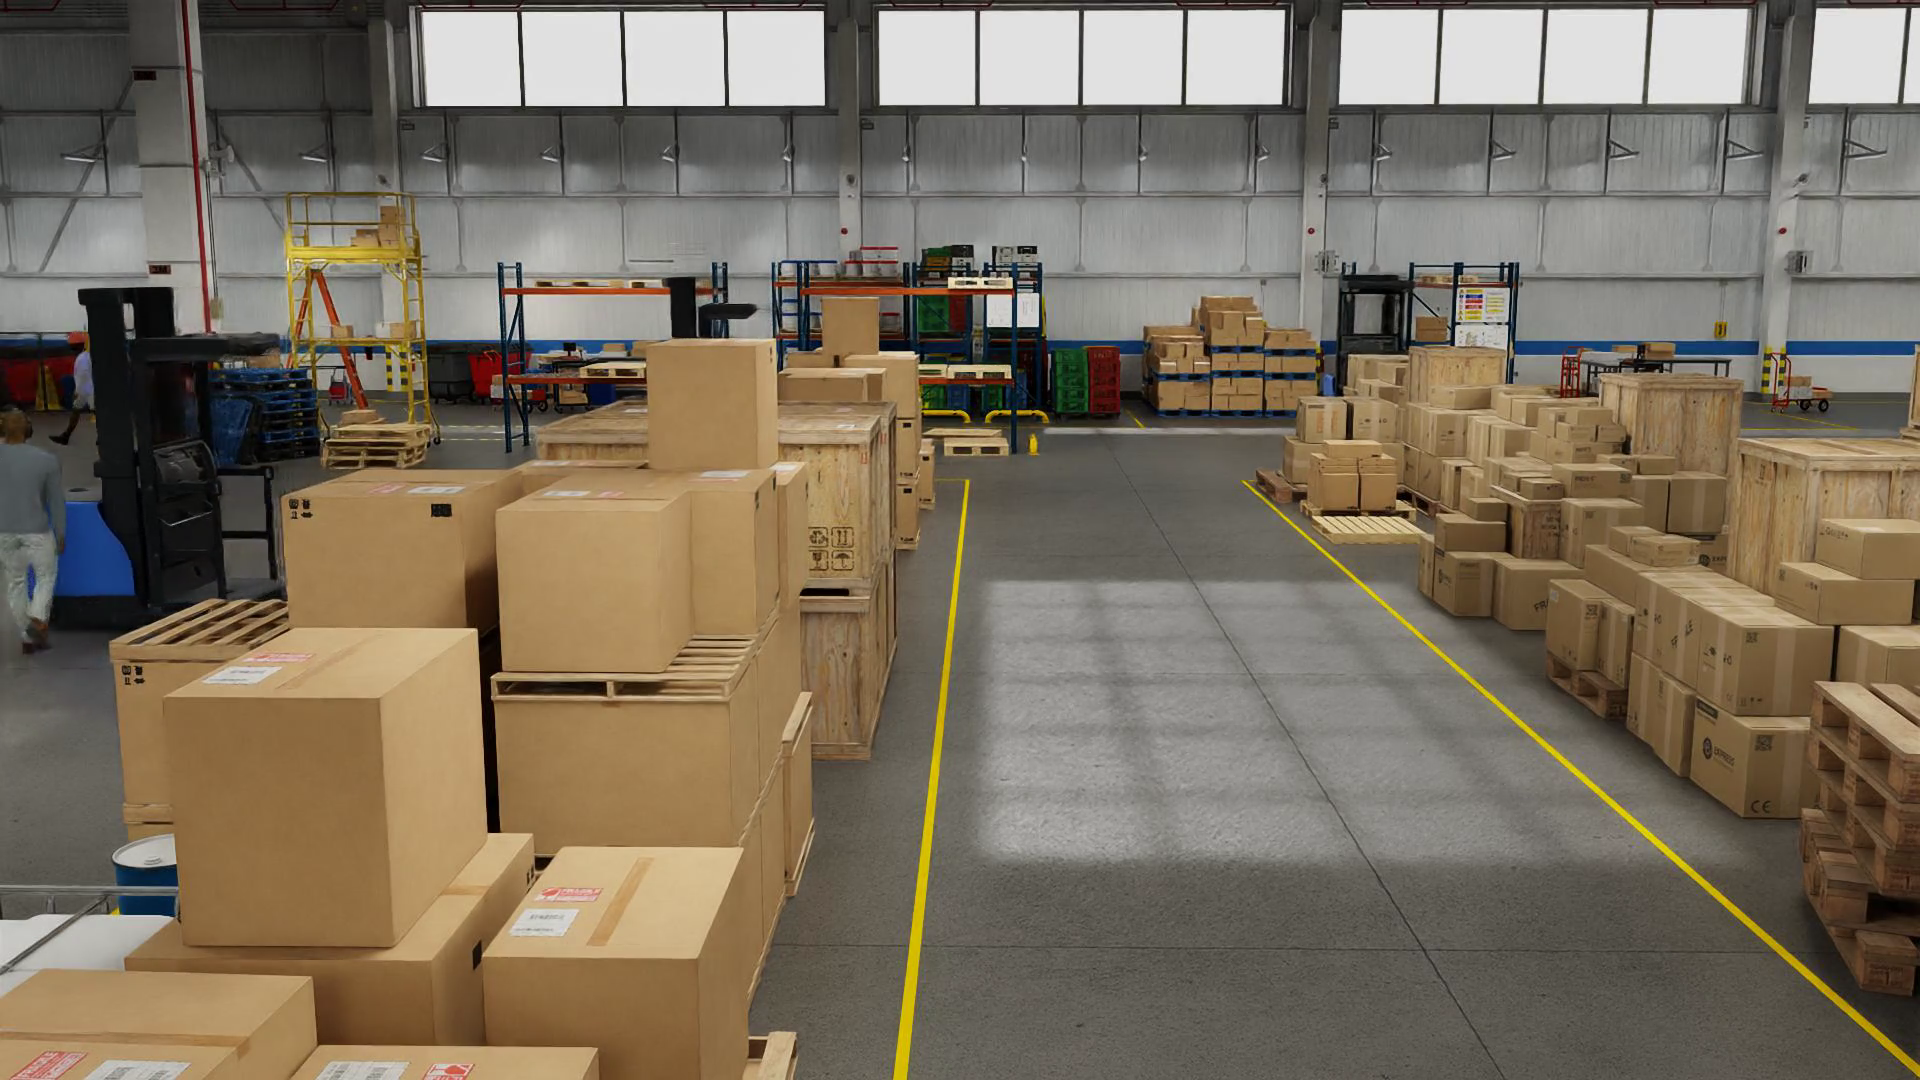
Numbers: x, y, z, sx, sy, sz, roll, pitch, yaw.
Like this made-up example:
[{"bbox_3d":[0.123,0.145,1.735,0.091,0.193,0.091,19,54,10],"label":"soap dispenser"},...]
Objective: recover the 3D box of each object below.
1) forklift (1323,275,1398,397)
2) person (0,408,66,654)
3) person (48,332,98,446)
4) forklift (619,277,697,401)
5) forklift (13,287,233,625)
[{"bbox_3d":[6.860,-3.099,28.200,1.129,2.768,1.873,0,9,1],"label":"forklift"},{"bbox_3d":[-7.217,-0.046,12.789,0.630,1.925,0.526,-3,10,-19],"label":"person"},{"bbox_3d":[-14.534,-2.482,27.468,0.995,1.878,0.544,-7,12,-36],"label":"person"},{"bbox_3d":[-3.969,-2.377,23.876,1.873,2.768,1.129,-1,10,-5],"label":"forklift"},{"bbox_3d":[-6.876,-0.718,13.936,1.873,2.768,1.129,0,9,1],"label":"forklift"}]
